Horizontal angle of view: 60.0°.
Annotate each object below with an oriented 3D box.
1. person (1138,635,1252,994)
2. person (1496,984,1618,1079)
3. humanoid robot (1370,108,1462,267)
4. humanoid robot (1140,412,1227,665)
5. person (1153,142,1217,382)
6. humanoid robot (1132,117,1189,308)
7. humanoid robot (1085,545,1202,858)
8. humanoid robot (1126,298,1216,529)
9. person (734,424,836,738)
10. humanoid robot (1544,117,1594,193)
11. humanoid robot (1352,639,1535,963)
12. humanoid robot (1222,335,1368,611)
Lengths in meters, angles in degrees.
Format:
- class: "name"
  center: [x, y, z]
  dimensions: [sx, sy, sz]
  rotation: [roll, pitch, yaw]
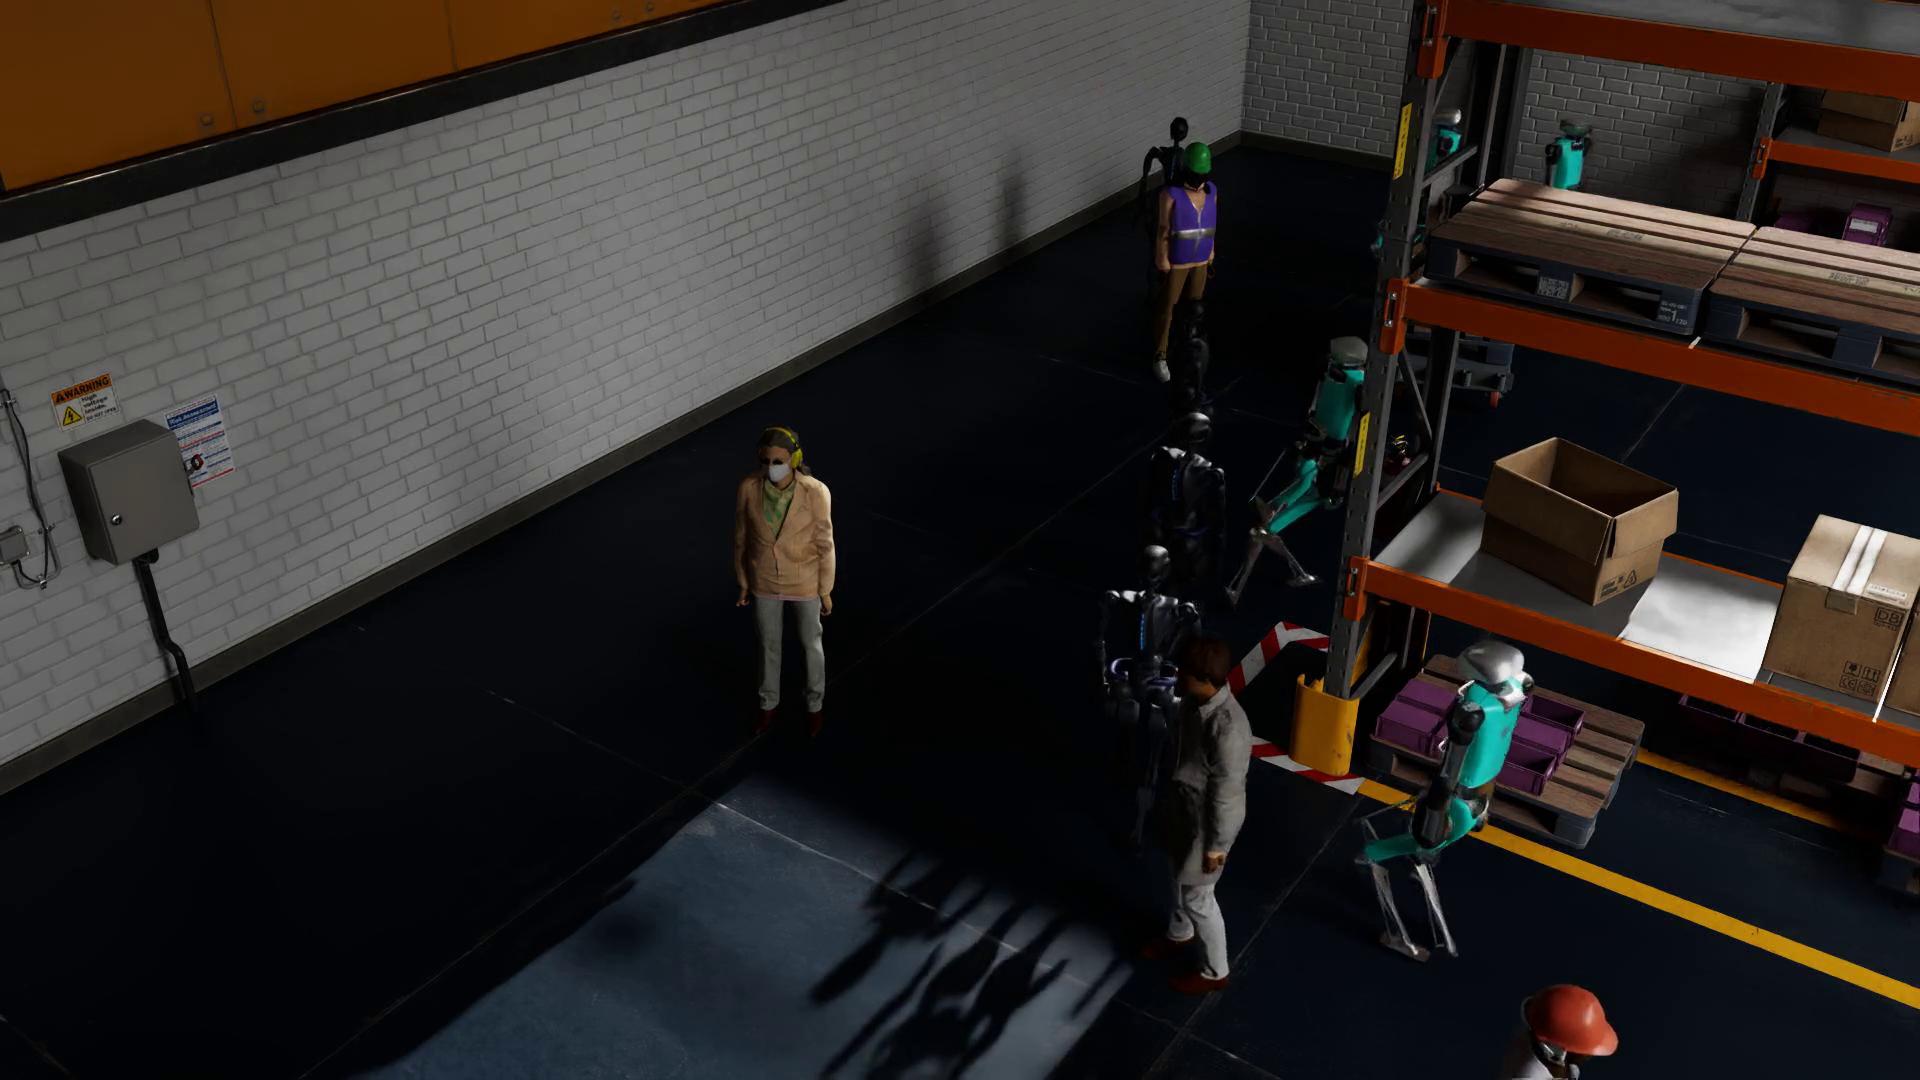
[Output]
- class: "person"
  center: [1.059, 1.221, 7.374]
  dimensions: [0.383, 1.825, 0.520]
  rotation: [-7, 31, -12]
- class: "person"
  center: [1.941, 2.177, 5.783]
  dimensions: [0.499, 1.739, 0.577]
  rotation: [13, 33, 22]
- class: "humanoid robot"
  center: [3.936, -2.916, 14.666]
  dimensions: [0.763, 1.810, 0.539]
  rotation: [11, 32, 18]
- class: "humanoid robot"
  center: [1.231, 0.020, 9.600]
  dimensions: [0.600, 1.648, 0.454]
  rotation: [24, 38, 35]
- class: "person"
  center: [1.789, -2.230, 13.252]
  dimensions: [0.533, 1.924, 0.419]
  rotation: [-14, 33, -23]
- class: "humanoid robot"
  center: [1.821, -2.897, 14.653]
  dimensions: [0.603, 1.643, 0.512]
  rotation: [6, 31, 10]
- class: "humanoid robot"
  center: [0.928, 0.754, 8.361]
  dimensions: [0.606, 1.626, 0.772]
  rotation: [8, 31, 14]
- class: "humanoid robot"
  center: [1.450, -0.811, 11.057]
  dimensions: [0.675, 1.636, 0.591]
  rotation: [-4, 30, -7]
- class: "person"
  center: [-0.943, 0.218, 9.056]
  dimensions: [0.555, 1.877, 0.405]
  rotation: [4, 30, 7]
- class: "humanoid robot"
  center: [5.249, -2.646, 14.176]
  dimensions: [0.551, 1.819, 0.668]
  rotation: [-22, 36, -33]
- class: "humanoid robot"
  center: [2.104, 1.176, 7.533]
  dimensions: [0.552, 1.790, 0.680]
  rotation: [-25, 38, -36]
- class: "humanoid robot"
  center: [1.978, -0.367, 10.218]
  dimensions: [0.975, 1.772, 0.559]
  rotation: [-10, 32, -17]
